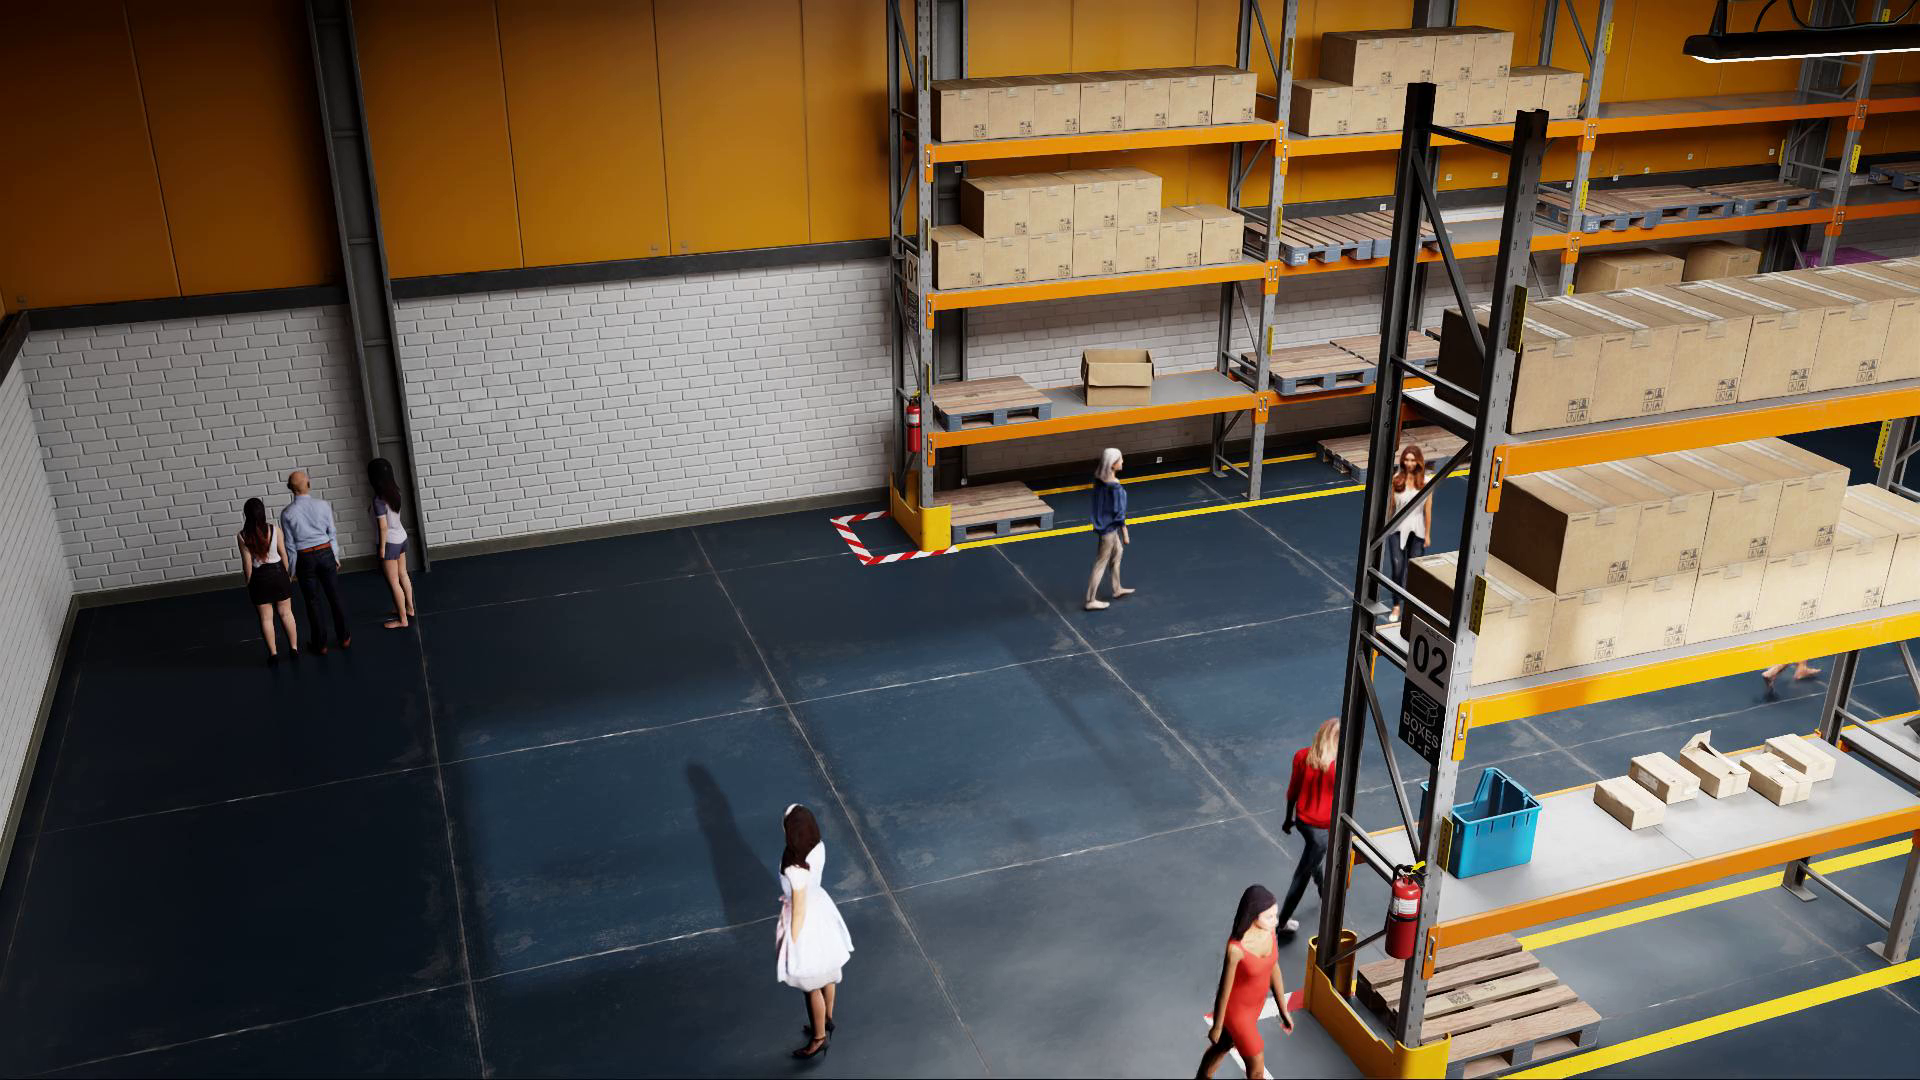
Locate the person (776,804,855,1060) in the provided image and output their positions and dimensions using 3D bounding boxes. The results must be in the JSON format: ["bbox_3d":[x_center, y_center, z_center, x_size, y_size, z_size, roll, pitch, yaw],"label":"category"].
[{"bbox_3d":[-0.941,2.434,10.356,0.900,1.814,0.852,6,24,14],"label":"person"}]

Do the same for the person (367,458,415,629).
[{"bbox_3d":[-5.488,0.013,16.028,0.657,1.706,0.668,1,24,3],"label":"person"}]

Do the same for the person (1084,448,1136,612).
[{"bbox_3d":[1.358,-0.090,16.298,0.824,1.679,0.622,-8,25,-17],"label":"person"}]

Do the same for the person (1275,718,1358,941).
[{"bbox_3d":[2.405,2.037,11.472,1.174,1.648,0.923,-21,31,-40],"label":"person"}]

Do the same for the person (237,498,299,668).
[{"bbox_3d":[-6.348,0.381,15.258,0.531,1.649,0.668,-16,28,-33],"label":"person"}]

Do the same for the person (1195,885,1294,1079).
[{"bbox_3d":[1.592,2.741,9.825,1.020,1.677,1.074,16,28,33],"label":"person"}]

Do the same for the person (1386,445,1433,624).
[{"bbox_3d":[4.362,-0.089,16.183,0.912,1.769,0.946,8,25,18],"label":"person"}]

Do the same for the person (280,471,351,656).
[{"bbox_3d":[-6.004,0.211,15.472,0.594,1.790,0.754,-16,28,-32],"label":"person"}]
